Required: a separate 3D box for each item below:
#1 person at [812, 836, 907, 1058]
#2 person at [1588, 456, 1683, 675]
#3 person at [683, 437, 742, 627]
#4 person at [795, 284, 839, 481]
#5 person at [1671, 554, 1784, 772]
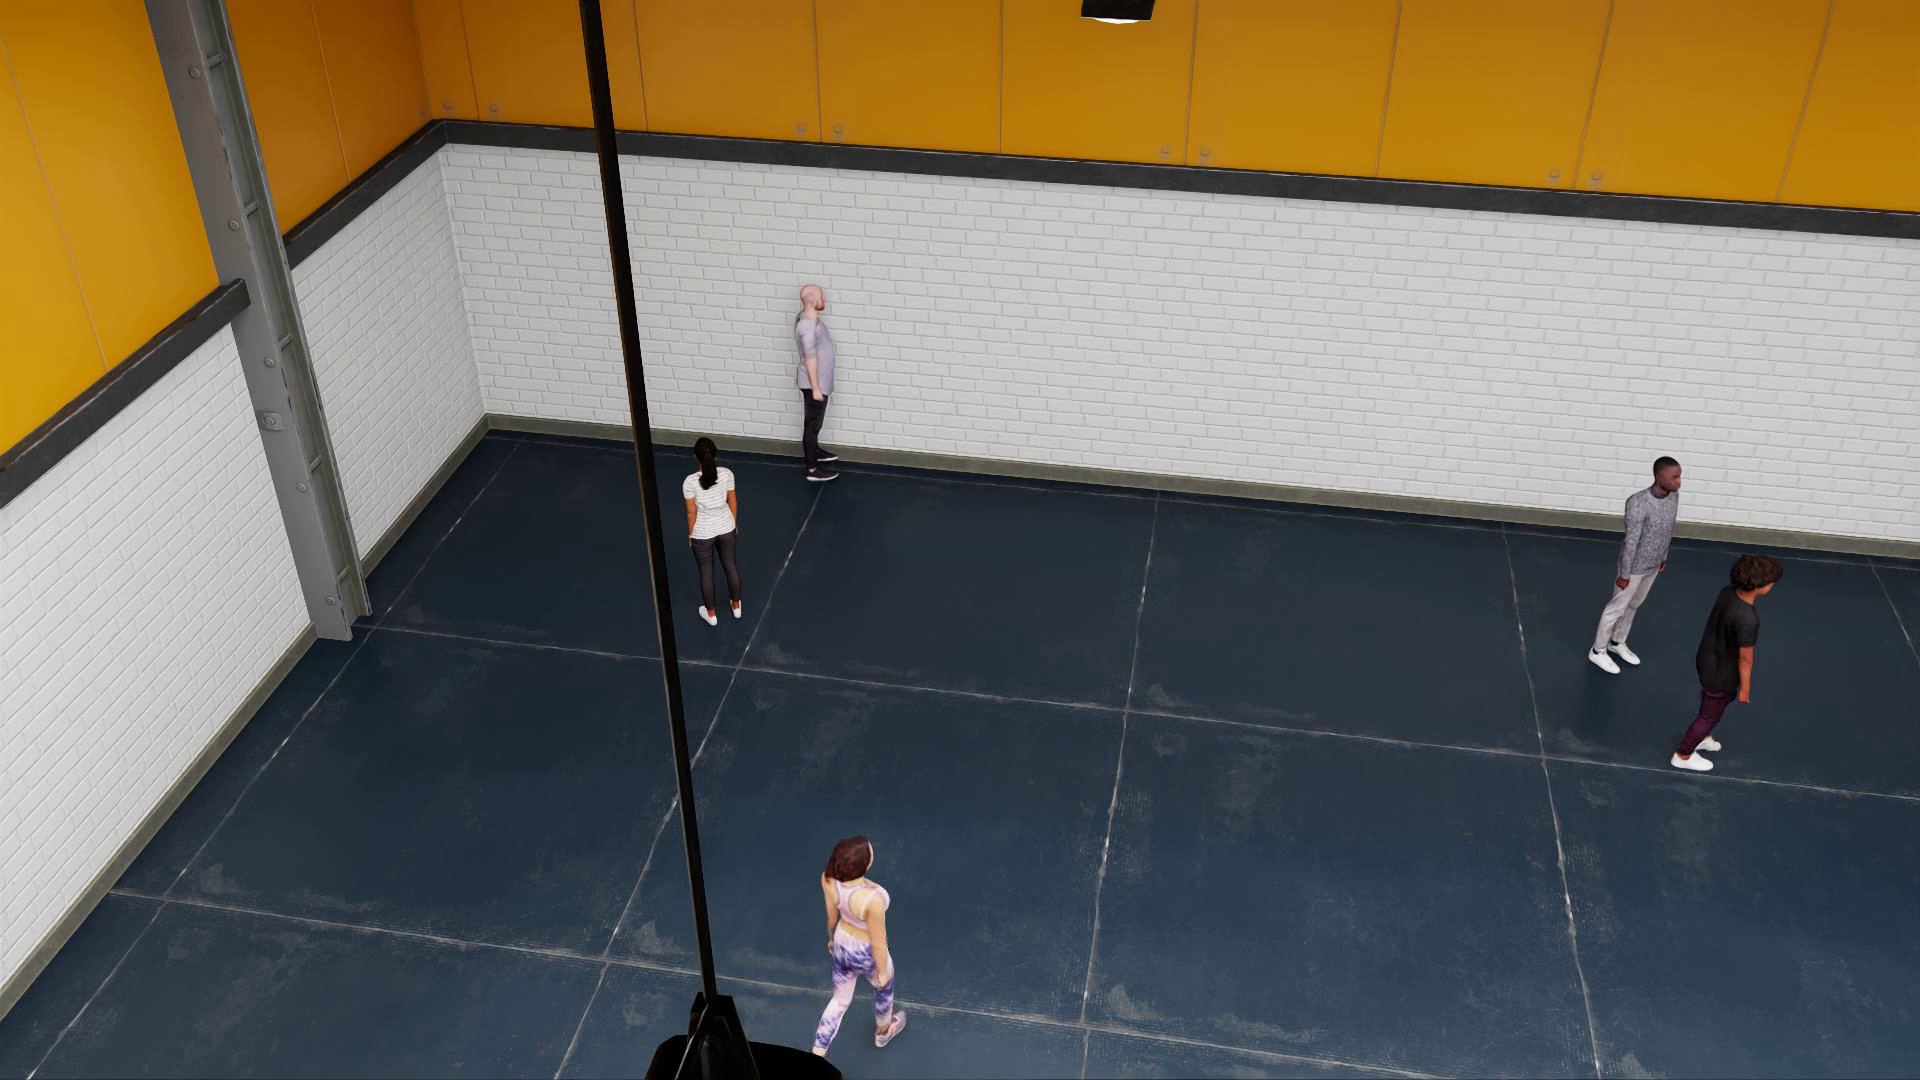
[{"bbox_3d":[-0.610,2.347,9.201,0.858,1.742,1.165,19,38,27],"label":"person"},{"bbox_3d":[5.062,0.155,12.415,0.722,1.836,0.788,-22,39,-29],"label":"person"},{"bbox_3d":[-1.916,-0.078,12.935,0.655,1.647,0.694,-16,37,-22],"label":"person"},{"bbox_3d":[-1.297,-1.428,14.797,0.779,1.835,0.606,-2,34,-3],"label":"person"},{"bbox_3d":[5.170,0.845,11.437,0.728,1.769,0.584,2,34,3],"label":"person"}]
